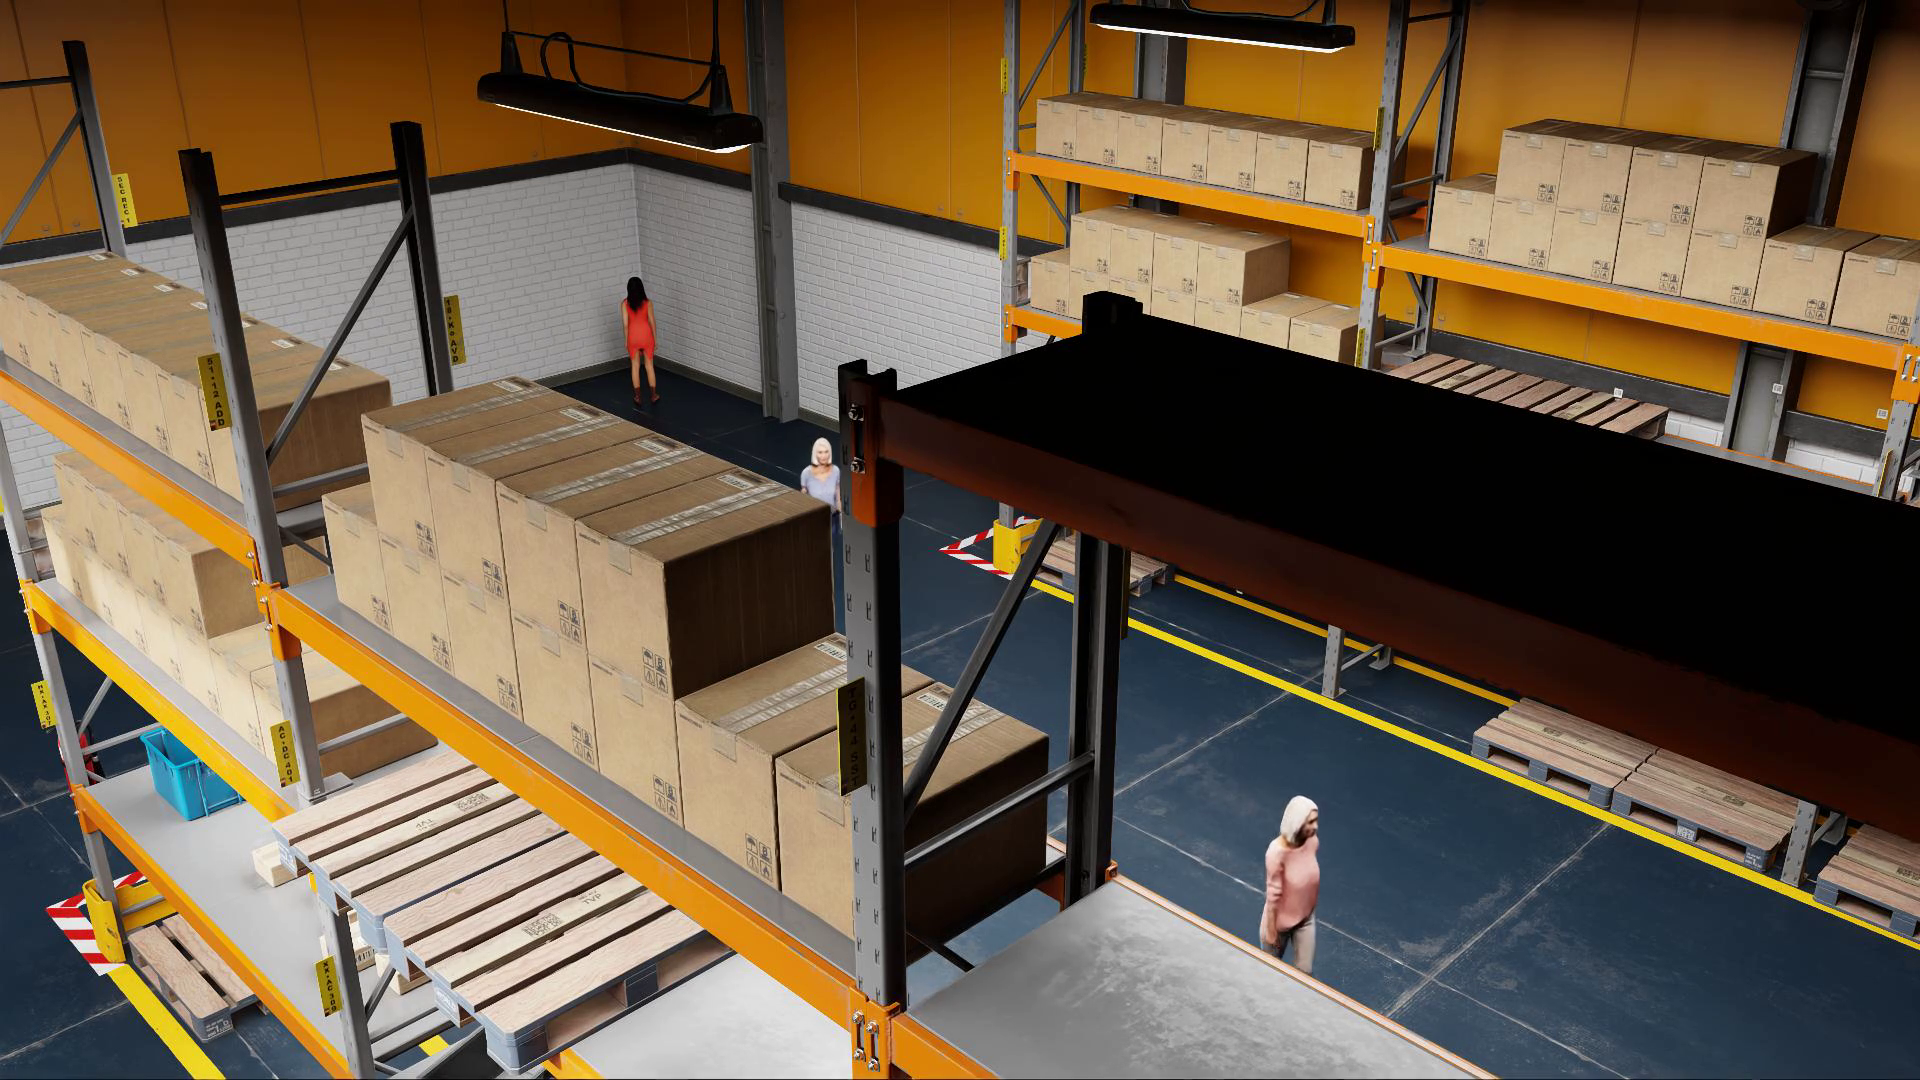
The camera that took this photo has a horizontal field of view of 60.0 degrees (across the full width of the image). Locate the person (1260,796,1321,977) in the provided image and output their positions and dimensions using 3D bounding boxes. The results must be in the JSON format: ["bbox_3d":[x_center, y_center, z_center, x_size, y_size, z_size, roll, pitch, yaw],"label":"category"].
[{"bbox_3d":[2.018,2.357,10.534,0.698,1.703,1.057,-17,29,-34],"label":"person"}]

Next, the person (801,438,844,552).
[{"bbox_3d":[-1.386,-0.215,16.404,0.713,1.714,0.740,-8,25,-18],"label":"person"}]

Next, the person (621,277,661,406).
[{"bbox_3d":[-4.217,-2.636,21.936,0.672,1.719,0.701,-4,24,-9],"label":"person"}]
